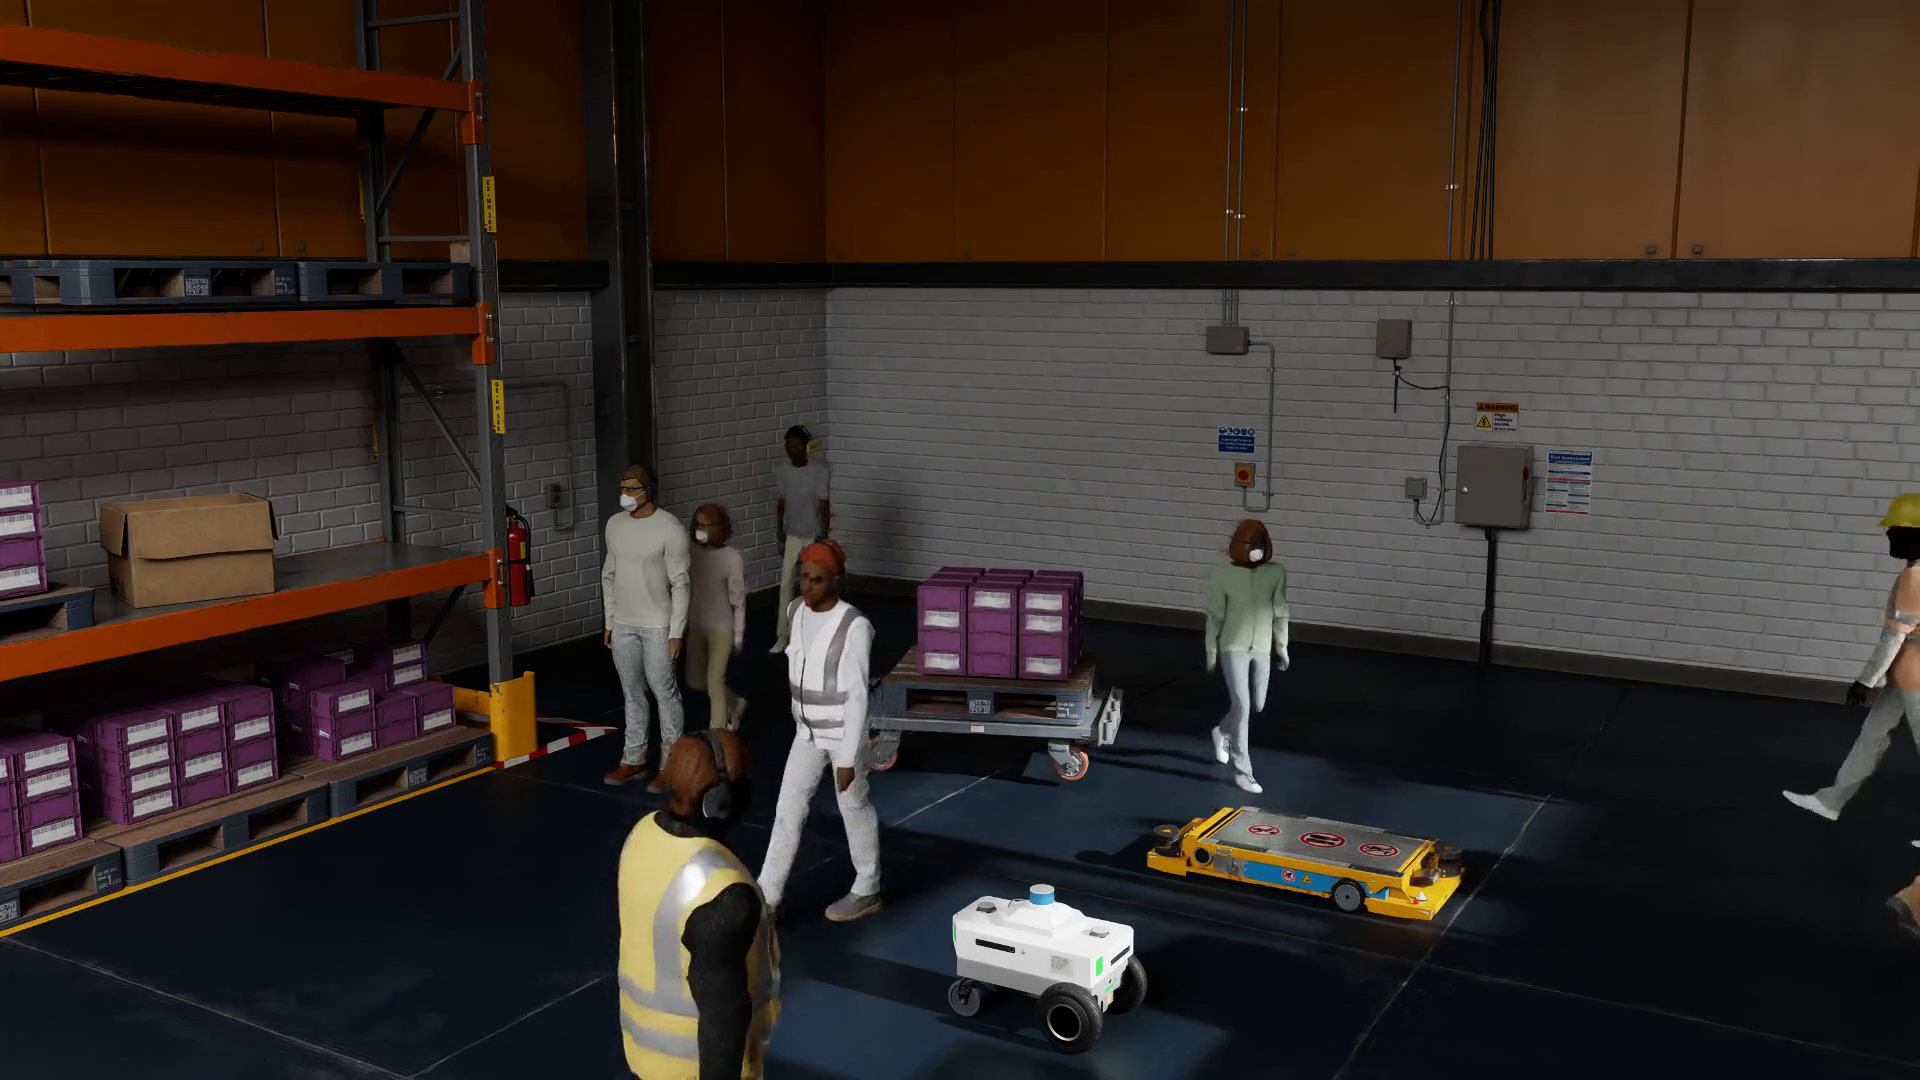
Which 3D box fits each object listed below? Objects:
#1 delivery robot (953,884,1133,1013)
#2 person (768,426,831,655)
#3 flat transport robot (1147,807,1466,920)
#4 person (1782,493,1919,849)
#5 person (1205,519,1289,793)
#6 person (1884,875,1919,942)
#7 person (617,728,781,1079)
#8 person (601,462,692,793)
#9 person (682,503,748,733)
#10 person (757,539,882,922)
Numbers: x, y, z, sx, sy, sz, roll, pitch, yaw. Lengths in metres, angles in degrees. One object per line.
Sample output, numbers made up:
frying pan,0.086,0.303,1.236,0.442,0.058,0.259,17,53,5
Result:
delivery robot,0.329,1.638,6.729,0.707,0.478,0.477,5,10,30
person,-1.270,0.007,13.262,0.506,1.822,0.885,2,9,12
flat transport robot,1.722,1.575,8.297,1.431,0.197,0.652,5,11,30
person,4.958,0.692,8.814,0.992,1.879,0.607,6,11,33
person,1.671,0.649,9.934,0.513,1.610,0.635,-3,10,-21
person,4.461,0.897,7.122,0.601,2.013,0.647,0,9,1
person,-0.793,1.412,4.523,0.643,1.825,0.626,-6,11,-31
person,-1.849,0.508,9.767,0.630,1.940,0.372,5,11,30
person,-1.516,0.555,10.436,0.517,1.621,0.560,6,11,33
person,-0.673,0.915,7.520,0.943,1.839,0.603,-8,12,-42
